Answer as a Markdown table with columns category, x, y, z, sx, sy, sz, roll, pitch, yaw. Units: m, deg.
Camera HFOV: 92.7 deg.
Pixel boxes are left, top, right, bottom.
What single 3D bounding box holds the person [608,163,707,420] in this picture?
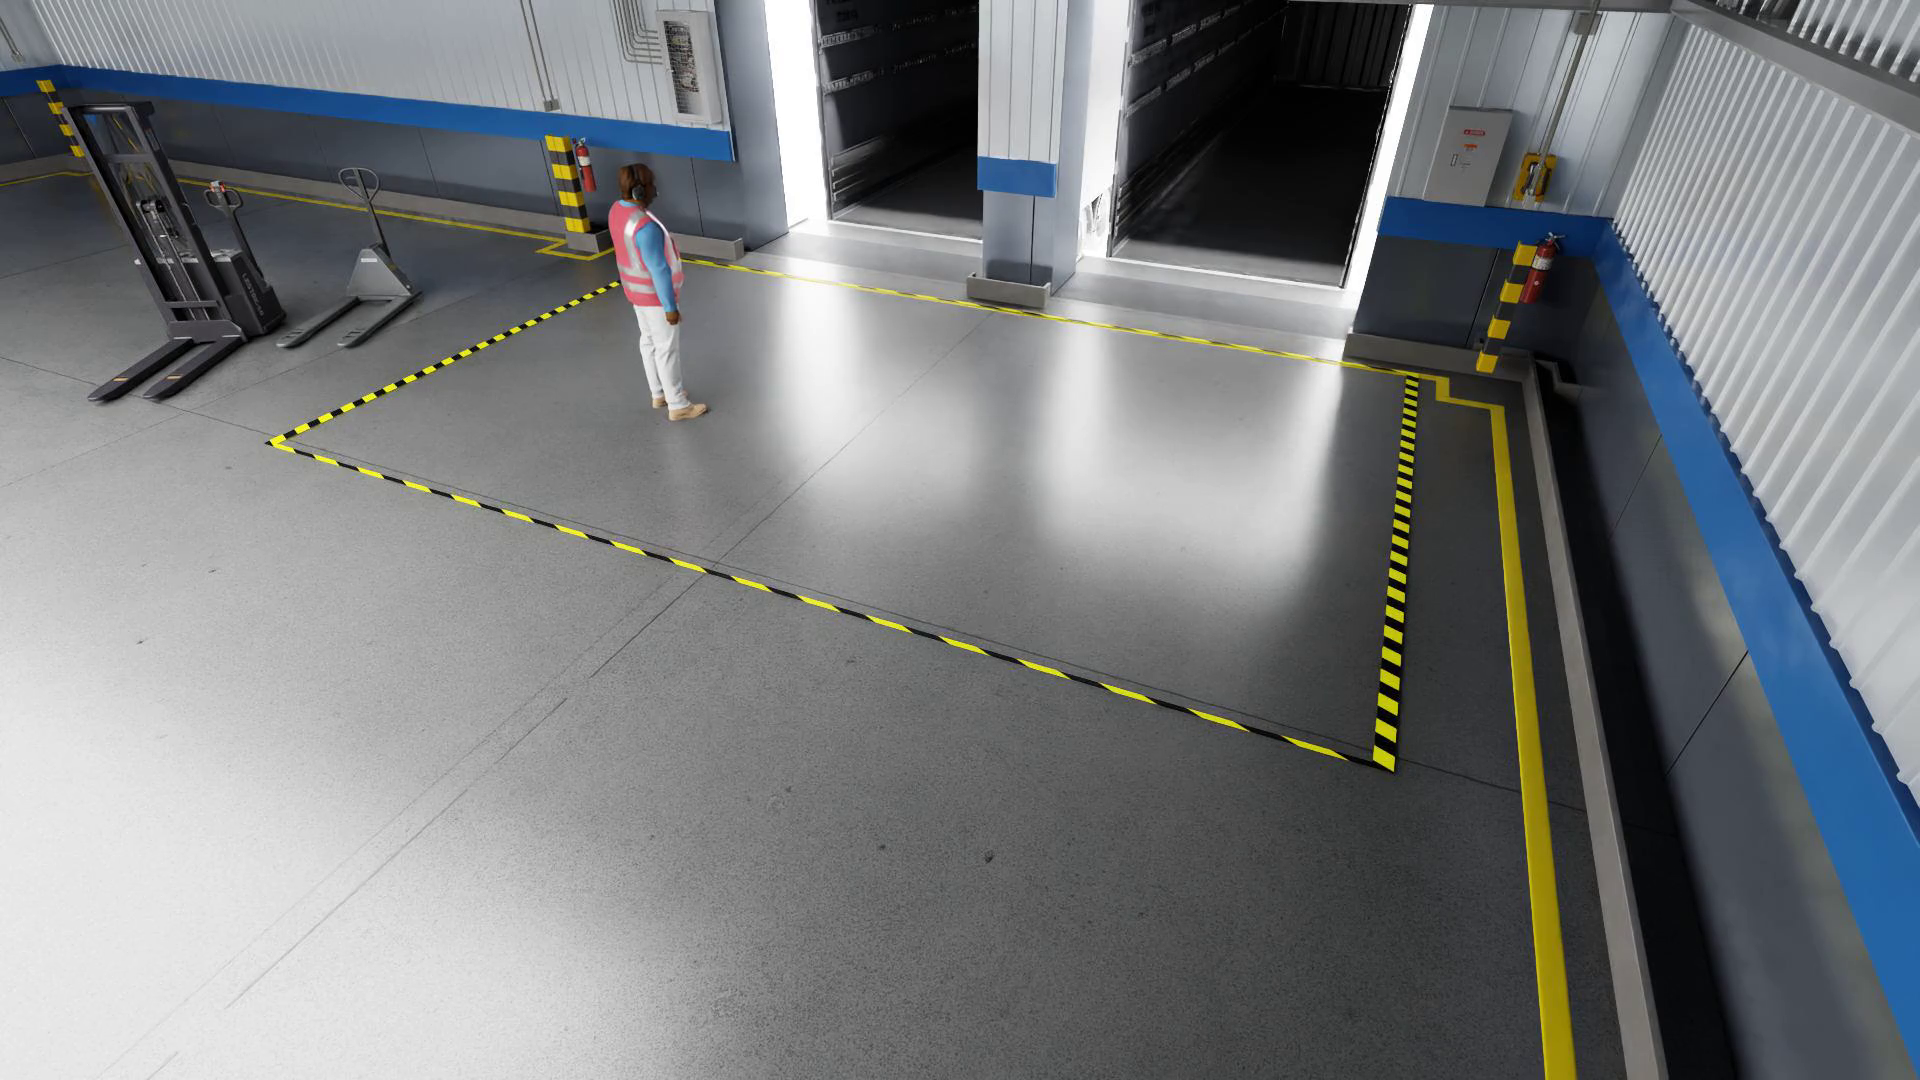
| category | x | y | z | sx | sy | sz | roll | pitch | yaw |
| --- | --- | --- | --- | --- | --- | --- | --- | --- | --- |
| person | -2.220 | -1.785 | 6.707 | 0.429 | 1.842 | 0.630 | -24 | 42 | -31 |

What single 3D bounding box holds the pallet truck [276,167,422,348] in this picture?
| category | x | y | z | sx | sy | sz | roll | pitch | yaw |
| --- | --- | --- | --- | --- | --- | --- | --- | --- | --- |
| pallet truck | -5.732 | -2.611 | 8.414 | 0.680 | 1.201 | 1.601 | -1 | 35 | -1 |

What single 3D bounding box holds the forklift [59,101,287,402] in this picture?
| category | x | y | z | sx | sy | sz | roll | pitch | yaw |
| --- | --- | --- | --- | --- | --- | --- | --- | --- | --- |
| forklift | -6.686 | -2.387 | 7.434 | 0.823 | 1.965 | 1.885 | -3 | 35 | -5 |
